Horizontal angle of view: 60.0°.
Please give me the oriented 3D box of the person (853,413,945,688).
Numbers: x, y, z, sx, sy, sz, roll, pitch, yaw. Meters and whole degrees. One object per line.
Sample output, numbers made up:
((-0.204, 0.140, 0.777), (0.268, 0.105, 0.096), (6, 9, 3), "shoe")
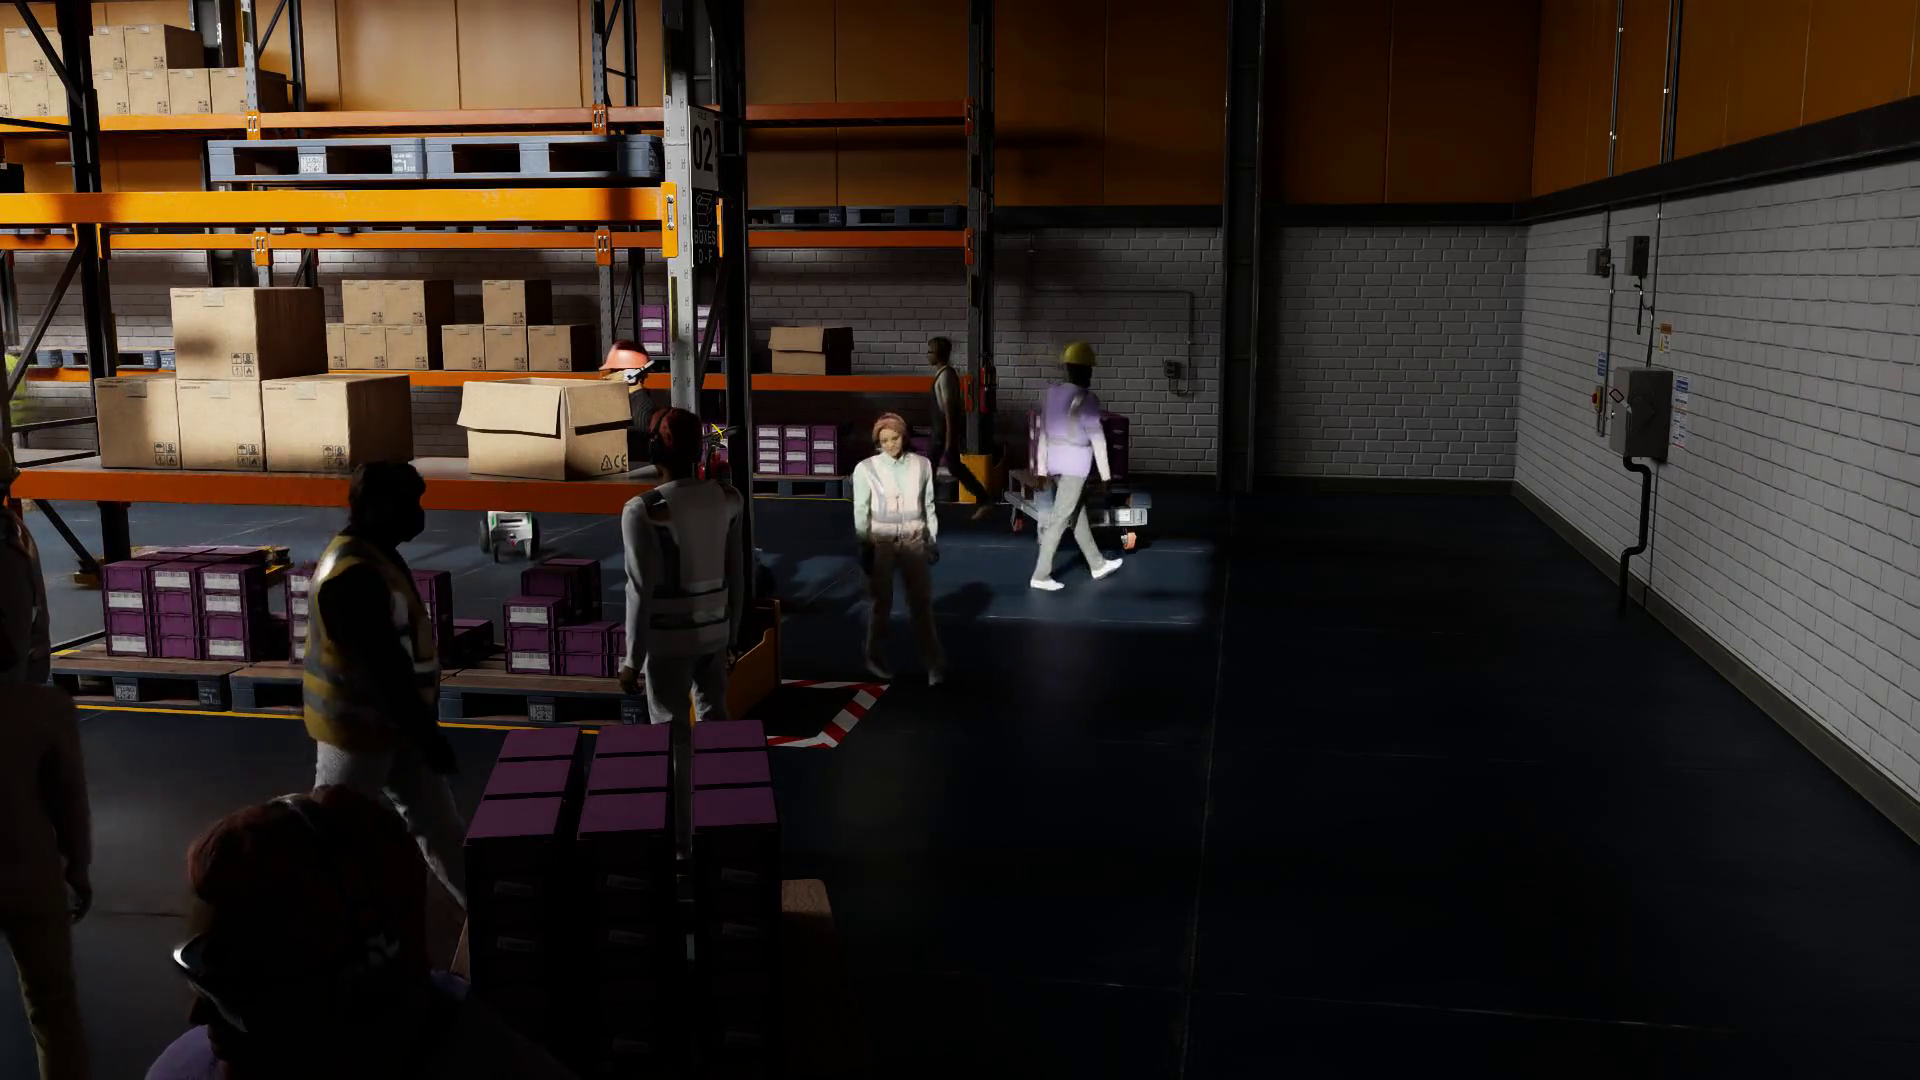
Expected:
((-0.356, 0.062, 9.659), (0.569, 1.601, 0.709), (-4, 10, -25), "person")

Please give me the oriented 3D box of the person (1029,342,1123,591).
((0.903, -0.562, 12.689), (1.002, 1.869, 0.615), (-6, 11, -34), "person")

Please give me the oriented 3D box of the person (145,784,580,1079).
((-0.628, 1.183, 1.778), (0.642, 1.903, 0.399), (3, 10, 20), "person")

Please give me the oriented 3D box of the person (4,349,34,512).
((-9.642, -1.173, 16.653), (0.657, 1.809, 0.652), (-1, 9, -7), "person")

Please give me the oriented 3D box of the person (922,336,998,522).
((-0.091, -1.048, 15.925), (0.934, 1.813, 0.523), (0, 9, 2), "person")

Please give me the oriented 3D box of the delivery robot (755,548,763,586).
((-1.765, 0.144, 12.095), (0.707, 0.478, 0.477), (8, 12, 41), "delivery robot")

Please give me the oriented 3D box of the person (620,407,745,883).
((-1.101, 0.415, 6.603), (0.356, 1.883, 0.573), (8, 12, 41), "person")

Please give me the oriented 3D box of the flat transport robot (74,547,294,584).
((-6.042, 0.189, 12.986), (1.431, 0.197, 0.652), (0, 9, -1), "flat transport robot")

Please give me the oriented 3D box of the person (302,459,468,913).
((-1.855, 0.626, 5.579), (0.968, 1.784, 0.618), (-1, 9, -9), "person")

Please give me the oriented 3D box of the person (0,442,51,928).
((-3.592, 0.508, 6.164), (0.404, 1.836, 0.599), (-7, 11, -35), "person")

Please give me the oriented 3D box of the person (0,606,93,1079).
((-2.500, 0.912, 4.285), (0.505, 1.631, 0.267), (-8, 12, -40), "person")

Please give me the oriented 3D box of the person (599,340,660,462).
((-2.001, -0.235, 10.284), (0.395, 1.993, 0.614), (-2, 9, -13), "person")

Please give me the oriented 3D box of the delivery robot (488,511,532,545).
((-3.827, -0.182, 14.122), (0.477, 0.478, 0.707), (-3, 10, -17), "delivery robot")
